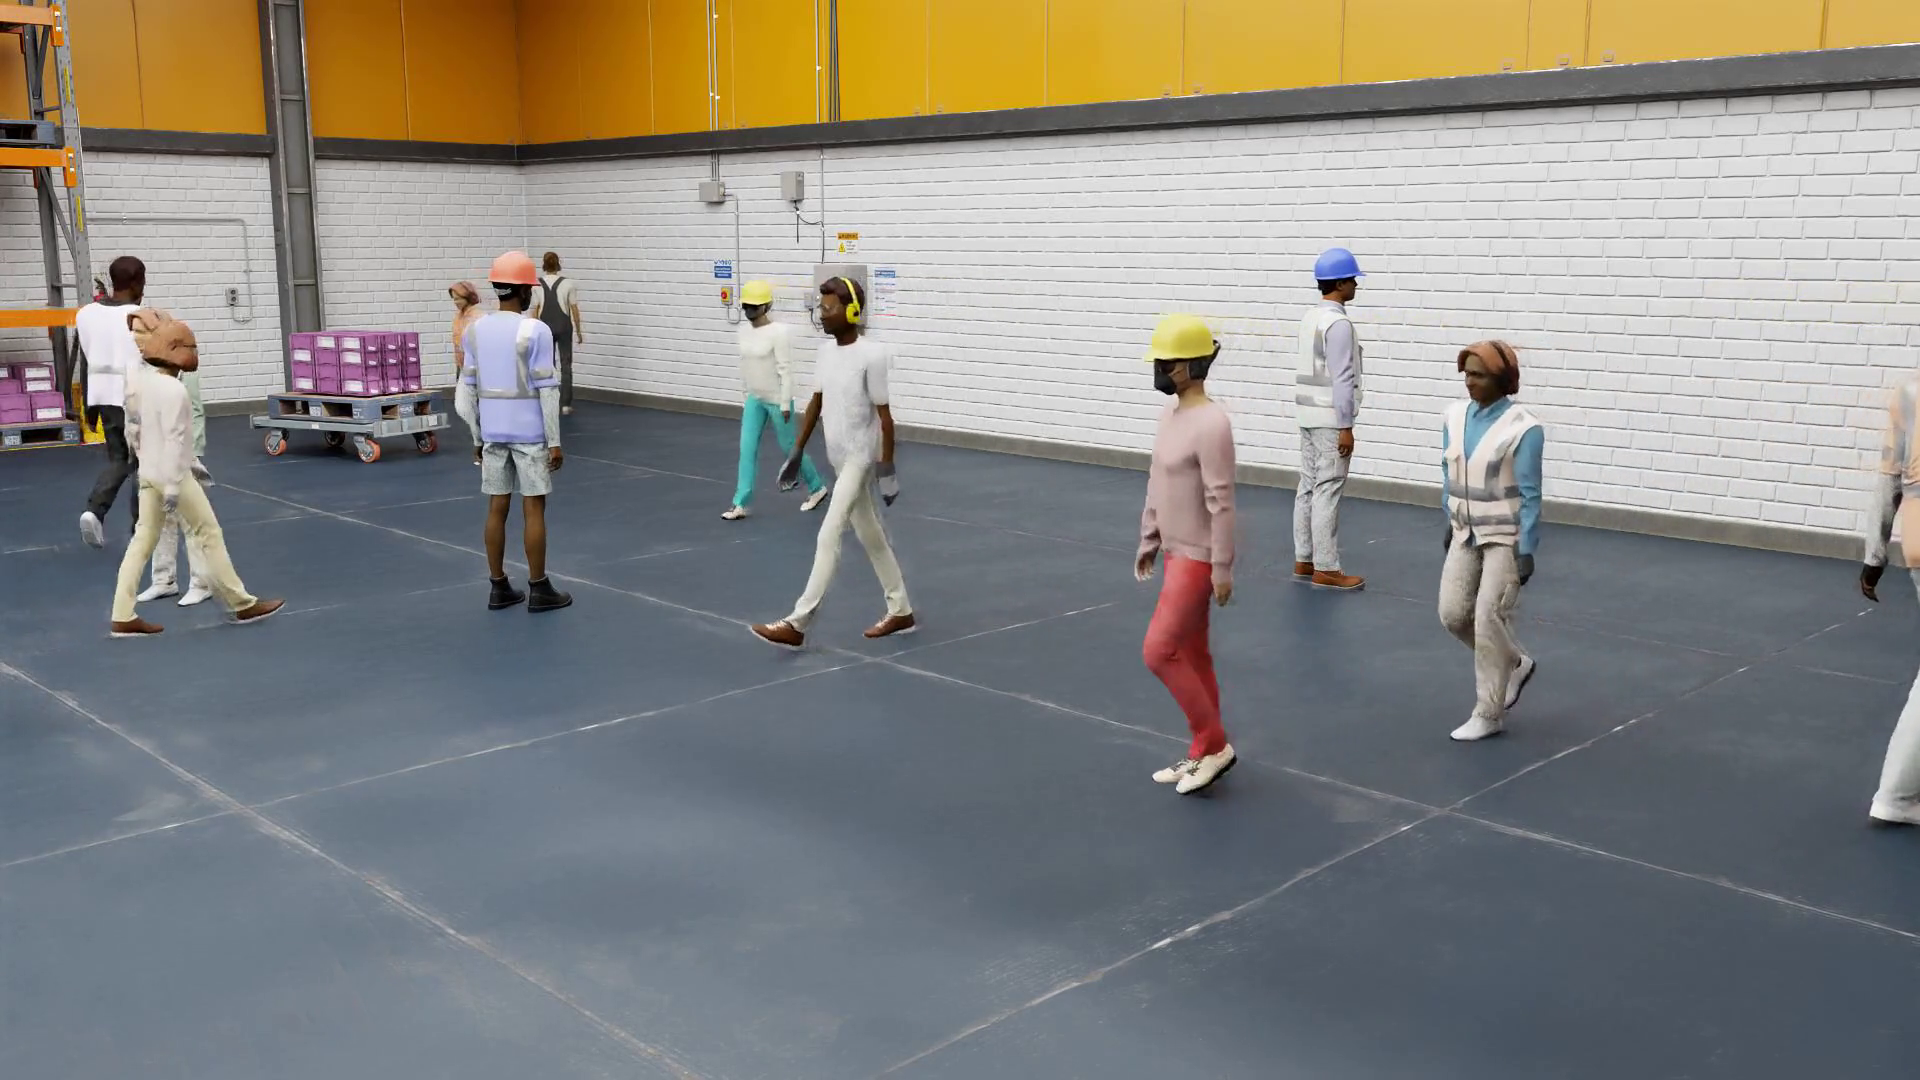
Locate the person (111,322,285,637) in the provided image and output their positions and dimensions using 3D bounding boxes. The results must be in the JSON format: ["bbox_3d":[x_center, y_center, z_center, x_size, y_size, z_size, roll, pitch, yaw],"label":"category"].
[{"bbox_3d":[-3.980,-0.312,8.477,0.487,1.579,0.839,10,14,44],"label":"person"}]

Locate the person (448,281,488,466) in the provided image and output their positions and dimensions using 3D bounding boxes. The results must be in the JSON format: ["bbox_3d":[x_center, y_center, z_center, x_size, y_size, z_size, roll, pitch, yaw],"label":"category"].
[{"bbox_3d":[-4.266,-1.477,14.723,0.575,1.625,0.427,8,13,36],"label":"person"}]

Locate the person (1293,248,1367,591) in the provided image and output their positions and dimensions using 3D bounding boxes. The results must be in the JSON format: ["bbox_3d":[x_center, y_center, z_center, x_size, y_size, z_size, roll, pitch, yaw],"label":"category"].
[{"bbox_3d":[2.117,-0.691,9.557,0.383,1.951,0.605,-2,11,-8],"label":"person"}]

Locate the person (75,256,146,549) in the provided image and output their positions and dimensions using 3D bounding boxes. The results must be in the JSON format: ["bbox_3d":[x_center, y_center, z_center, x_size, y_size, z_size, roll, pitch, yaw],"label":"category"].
[{"bbox_3d":[-5.281,-0.833,10.475,0.613,1.896,0.527,2,11,12],"label":"person"}]

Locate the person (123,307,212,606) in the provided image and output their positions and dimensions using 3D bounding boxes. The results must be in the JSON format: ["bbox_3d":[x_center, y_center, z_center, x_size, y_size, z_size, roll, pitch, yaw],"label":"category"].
[{"bbox_3d":[-4.351,-0.452,9.111,0.523,1.636,0.308,4,11,21],"label":"person"}]

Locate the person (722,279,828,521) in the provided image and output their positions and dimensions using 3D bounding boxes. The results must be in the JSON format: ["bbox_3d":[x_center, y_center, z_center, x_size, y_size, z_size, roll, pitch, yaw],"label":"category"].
[{"bbox_3d":[-1.351,-1.019,11.991,0.566,1.715,0.902,8,13,37],"label":"person"}]

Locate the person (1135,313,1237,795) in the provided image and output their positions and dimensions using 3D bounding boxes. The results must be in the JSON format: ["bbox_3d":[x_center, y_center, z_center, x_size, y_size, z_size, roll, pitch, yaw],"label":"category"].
[{"bbox_3d":[0.820,0.060,6.026,0.409,1.751,0.532,-2,11,-9],"label":"person"}]

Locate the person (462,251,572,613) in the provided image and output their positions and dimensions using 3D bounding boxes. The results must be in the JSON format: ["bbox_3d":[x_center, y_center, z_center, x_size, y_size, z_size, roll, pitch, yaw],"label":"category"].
[{"bbox_3d":[-2.381,-0.577,8.972,0.552,1.935,0.374,4,11,19],"label":"person"}]

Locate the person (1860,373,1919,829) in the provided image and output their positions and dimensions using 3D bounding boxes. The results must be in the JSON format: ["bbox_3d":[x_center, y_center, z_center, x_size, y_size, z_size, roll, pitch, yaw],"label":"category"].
[{"bbox_3d":[3.516,0.040,5.740,0.961,1.887,0.607,-5,11,-24],"label":"person"}]

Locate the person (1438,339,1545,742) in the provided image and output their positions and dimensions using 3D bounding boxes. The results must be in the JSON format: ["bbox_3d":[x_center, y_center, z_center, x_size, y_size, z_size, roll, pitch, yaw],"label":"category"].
[{"bbox_3d":[2.167,-0.002,6.682,0.482,1.617,0.543,-5,12,-26],"label":"person"}]

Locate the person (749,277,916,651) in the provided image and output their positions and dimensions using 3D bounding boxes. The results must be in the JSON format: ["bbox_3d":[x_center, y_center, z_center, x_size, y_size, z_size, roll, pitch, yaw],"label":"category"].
[{"bbox_3d":[-0.610,-0.366,8.152,0.985,1.818,0.505,-6,12,-30],"label":"person"}]

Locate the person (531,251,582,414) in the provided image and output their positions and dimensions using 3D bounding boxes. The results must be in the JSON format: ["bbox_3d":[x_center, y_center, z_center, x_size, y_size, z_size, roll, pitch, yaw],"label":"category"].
[{"bbox_3d":[-4.561,-2.332,18.800,0.529,1.837,0.398,0,10,-1],"label":"person"}]
